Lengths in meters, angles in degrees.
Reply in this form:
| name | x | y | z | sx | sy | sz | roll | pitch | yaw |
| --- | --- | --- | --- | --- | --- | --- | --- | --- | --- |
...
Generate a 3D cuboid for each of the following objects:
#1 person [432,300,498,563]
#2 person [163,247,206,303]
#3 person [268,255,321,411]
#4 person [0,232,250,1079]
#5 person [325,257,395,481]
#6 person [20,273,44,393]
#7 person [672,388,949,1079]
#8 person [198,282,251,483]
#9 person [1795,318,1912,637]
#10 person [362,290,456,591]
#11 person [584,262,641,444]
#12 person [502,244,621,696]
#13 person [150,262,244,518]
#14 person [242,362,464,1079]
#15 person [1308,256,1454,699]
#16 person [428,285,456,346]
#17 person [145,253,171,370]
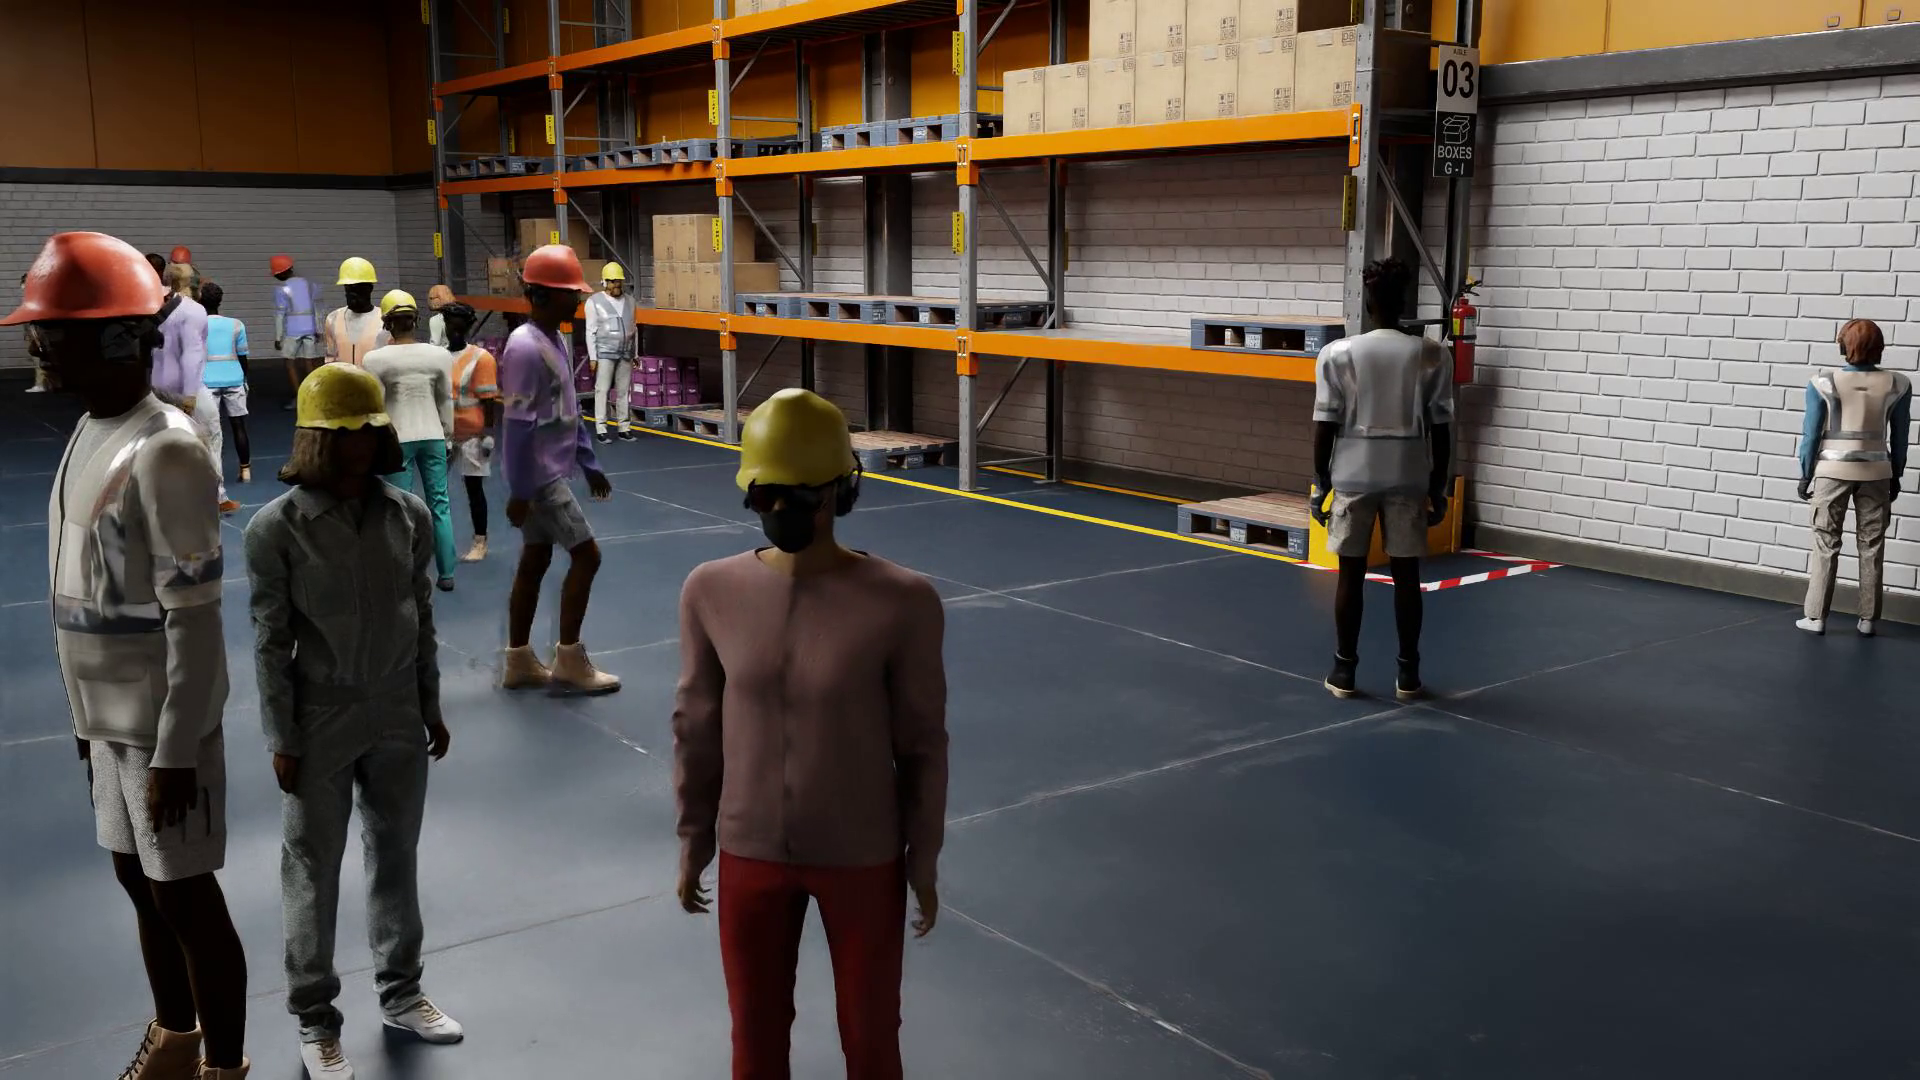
| name | x | y | z | sx | sy | sz | roll | pitch | yaw |
| --- | --- | --- | --- | --- | --- | --- | --- | --- | --- |
| person | -3.166 | -0.679 | 10.505 | 0.640 | 1.671 | 0.339 | 5 | 11 | 24 |
| person | -9.487 | -2.564 | 20.269 | 0.666 | 1.965 | 0.535 | -2 | 10 | -11 |
| person | -8.051 | -2.508 | 20.212 | 0.391 | 1.885 | 0.661 | 7 | 12 | 34 |
| person | -1.793 | 0.370 | 3.609 | 0.374 | 2.044 | 0.607 | -10 | 14 | -44 |
| person | -3.979 | -0.921 | 11.165 | 0.585 | 1.928 | 0.379 | 2 | 10 | 9 |
| person | -12.568 | -2.829 | 22.694 | 0.525 | 1.617 | 0.491 | 7 | 13 | 36 |
| person | -0.290 | 0.595 | 3.133 | 0.533 | 1.765 | 0.330 | 2 | 10 | 11 |
| person | -6.226 | -1.305 | 13.954 | 0.539 | 1.698 | 0.319 | -10 | 14 | -43 |
| person | 4.588 | -0.313 | 8.560 | 0.511 | 1.644 | 0.307 | 2 | 10 | 11 |
| person | -3.165 | -0.550 | 9.563 | 0.524 | 1.760 | 0.326 | -8 | 13 | -39 |
| person | -3.503 | -1.896 | 16.891 | 0.592 | 1.832 | 0.404 | -9 | 14 | -41 |
| person | -1.778 | -0.299 | 7.458 | 0.707 | 2.014 | 0.606 | -1 | 10 | -7 |
| person | -5.654 | -1.070 | 12.135 | 0.647 | 1.877 | 0.840 | 6 | 12 | 32 |
| person | -1.463 | 0.441 | 4.056 | 0.295 | 1.744 | 0.485 | 8 | 13 | 38 |
| person | 1.864 | -0.266 | 7.390 | 0.613 | 1.962 | 0.367 | 1 | 10 | 7 |
| person | -4.933 | -1.636 | 16.025 | 0.289 | 1.626 | 0.498 | 3 | 10 | 15 |
| person | -8.069 | -1.932 | 16.853 | 0.392 | 1.920 | 0.591 | -1 | 10 | -3 |
